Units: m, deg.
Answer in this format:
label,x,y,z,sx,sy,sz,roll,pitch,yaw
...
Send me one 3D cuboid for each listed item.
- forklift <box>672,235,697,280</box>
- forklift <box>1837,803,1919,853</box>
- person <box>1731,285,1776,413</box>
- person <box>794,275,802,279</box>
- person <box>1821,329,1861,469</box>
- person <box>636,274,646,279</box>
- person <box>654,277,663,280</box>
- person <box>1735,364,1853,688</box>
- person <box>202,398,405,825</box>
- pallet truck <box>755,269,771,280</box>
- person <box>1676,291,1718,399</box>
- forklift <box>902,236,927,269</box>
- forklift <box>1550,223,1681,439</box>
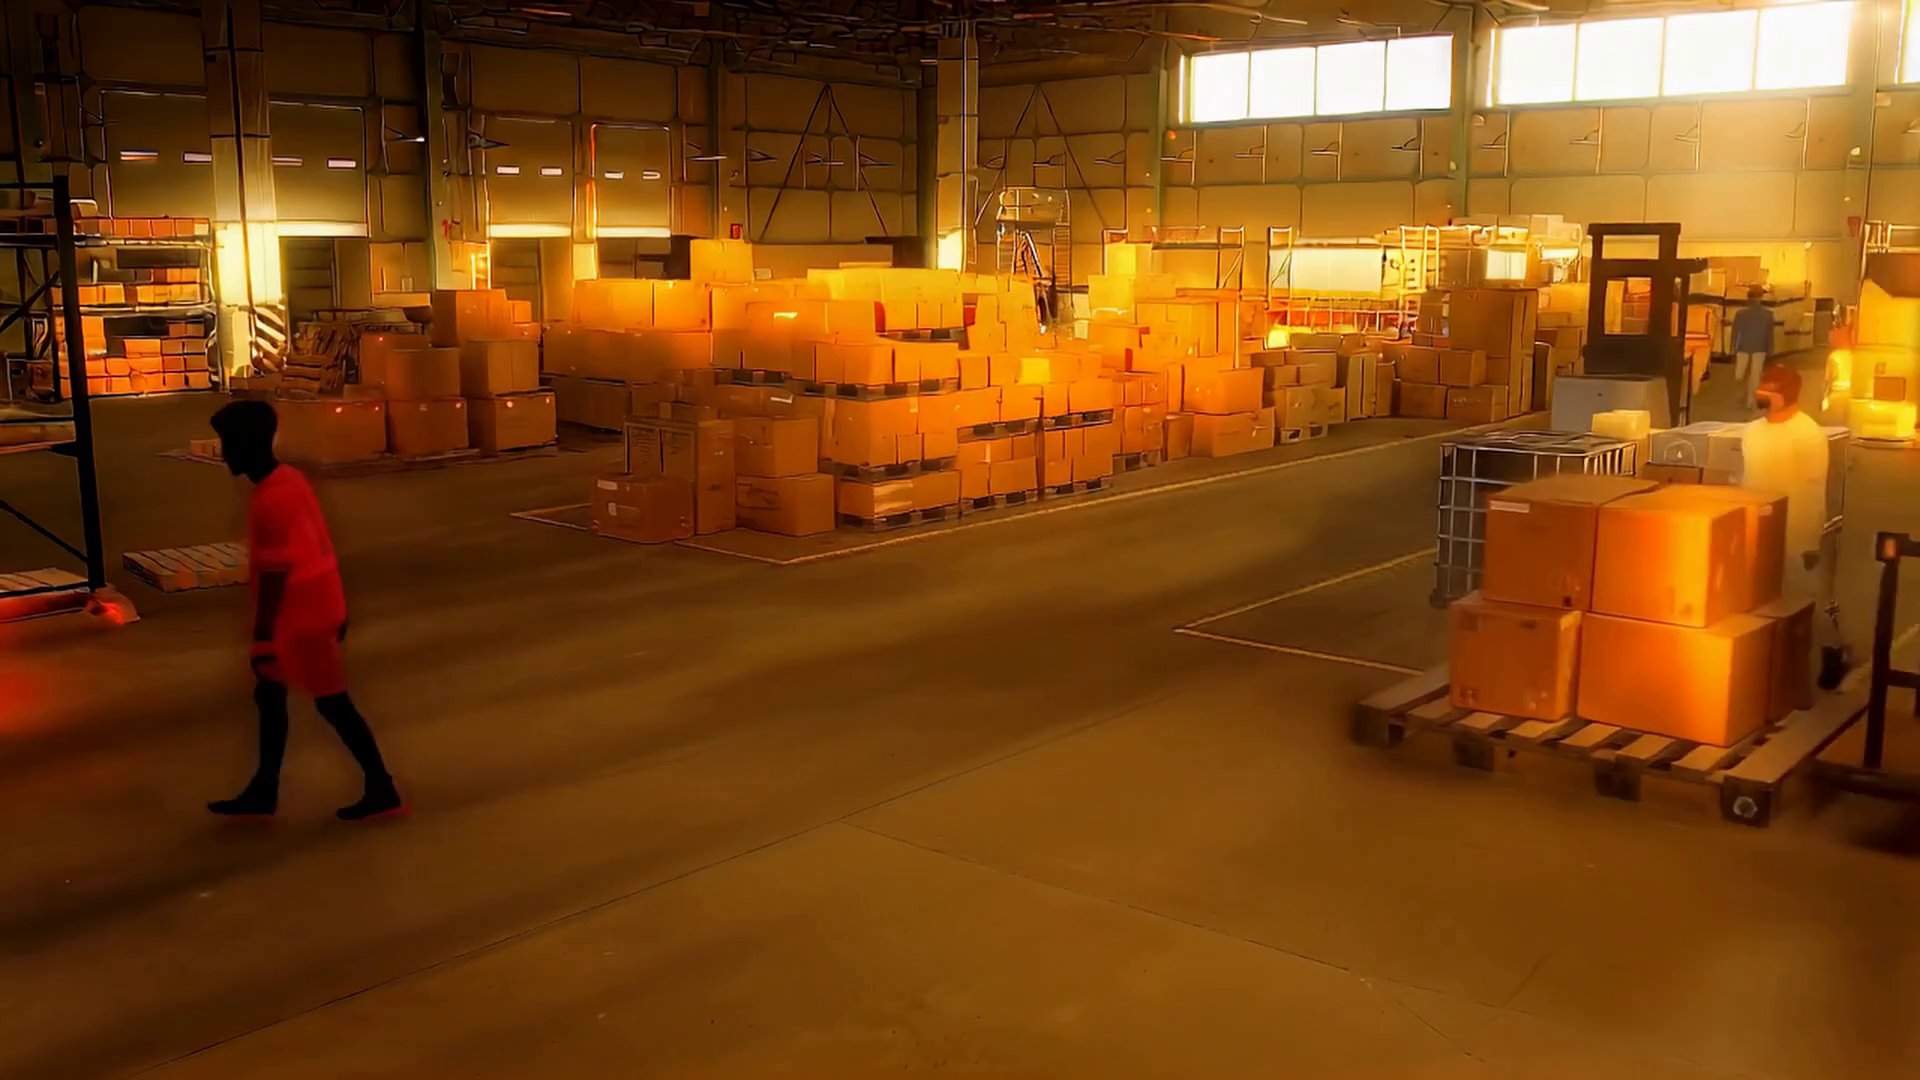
label,x,y,z,sx,sy,sz,roll,pitch,yaw
forklift,-6.103,-5.366,36.943,1.873,2.768,1.129,0,10,1
forklift,4.827,-0.054,6.697,1.873,2.768,1.129,8,13,40
person,12.243,-2.943,25.702,0.613,1.980,0.425,5,11,28
person,-4.124,-5.785,42.210,0.603,1.868,1.013,-8,13,-39
person,10.208,-1.628,19.317,0.541,1.654,0.545,-9,13,-41
person,-7.521,-5.303,39.294,0.379,1.928,0.585,8,13,39
person,-6.508,-4.725,36.021,0.634,1.929,0.381,-5,11,-24
person,4.640,-0.041,9.386,0.788,1.923,0.645,-2,10,-12
person,-2.911,0.336,7.207,0.941,1.908,0.635,-3,11,-18
pallet truck,-4.996,-6.432,45.525,1.885,1.965,0.823,-6,12,-32
person,12.441,-3.278,28.063,0.629,1.828,0.450,7,12,33
forklift,-1.076,-5.777,39.284,1.873,2.768,1.129,2,10,14
forklift,7.647,-2.232,19.097,1.129,2.768,1.873,8,13,39
